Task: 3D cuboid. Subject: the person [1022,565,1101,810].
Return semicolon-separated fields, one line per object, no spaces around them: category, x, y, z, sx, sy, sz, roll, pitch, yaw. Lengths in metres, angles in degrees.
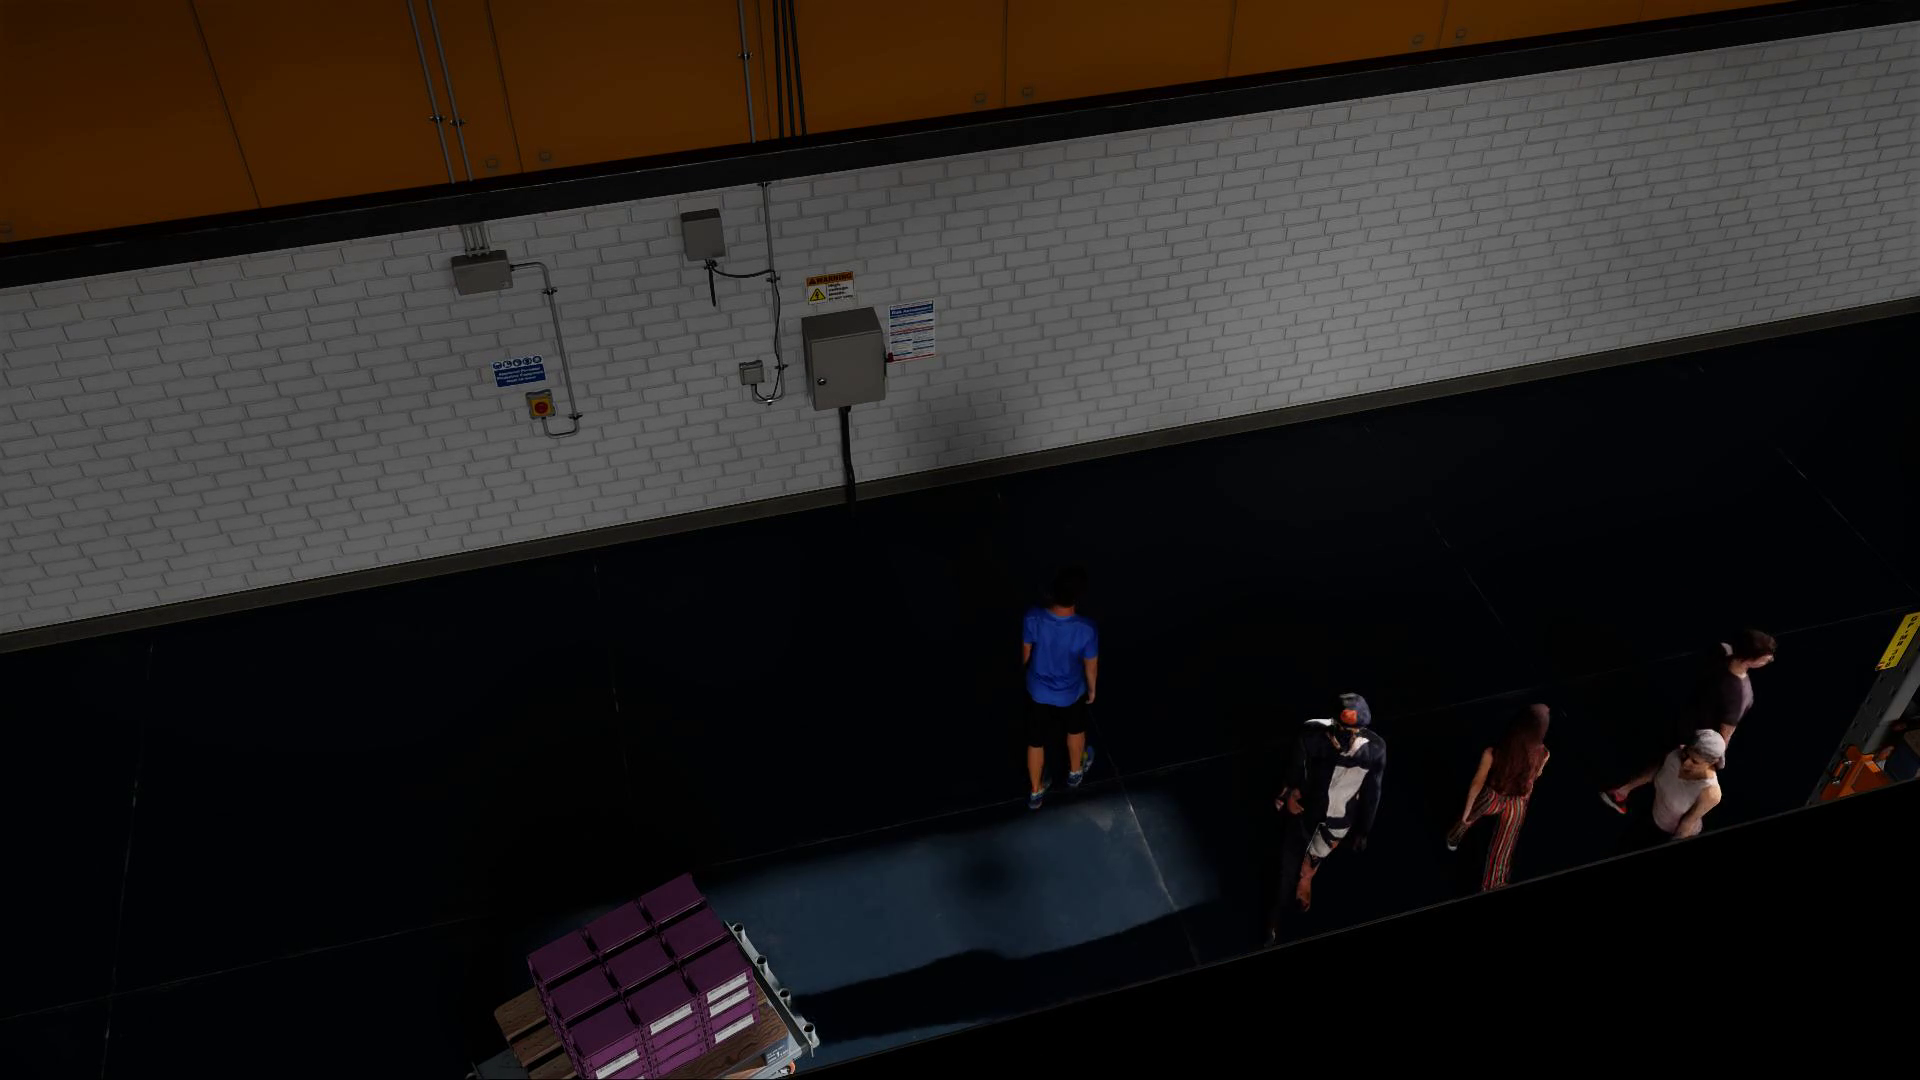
person;0.567;0.870;9.833;0.790;1.849;0.877;1;44;1

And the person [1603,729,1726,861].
person;4.015;1.622;9.184;0.652;1.656;1.097;-8;44;-8

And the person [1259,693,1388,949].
person;2.024;1.419;9.241;0.881;1.871;0.975;7;44;8

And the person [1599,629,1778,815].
person;4.179;1.121;9.580;0.871;1.835;0.900;-1;44;-1

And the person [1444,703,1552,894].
person;3.051;1.557;9.355;0.851;1.513;1.163;4;44;4
